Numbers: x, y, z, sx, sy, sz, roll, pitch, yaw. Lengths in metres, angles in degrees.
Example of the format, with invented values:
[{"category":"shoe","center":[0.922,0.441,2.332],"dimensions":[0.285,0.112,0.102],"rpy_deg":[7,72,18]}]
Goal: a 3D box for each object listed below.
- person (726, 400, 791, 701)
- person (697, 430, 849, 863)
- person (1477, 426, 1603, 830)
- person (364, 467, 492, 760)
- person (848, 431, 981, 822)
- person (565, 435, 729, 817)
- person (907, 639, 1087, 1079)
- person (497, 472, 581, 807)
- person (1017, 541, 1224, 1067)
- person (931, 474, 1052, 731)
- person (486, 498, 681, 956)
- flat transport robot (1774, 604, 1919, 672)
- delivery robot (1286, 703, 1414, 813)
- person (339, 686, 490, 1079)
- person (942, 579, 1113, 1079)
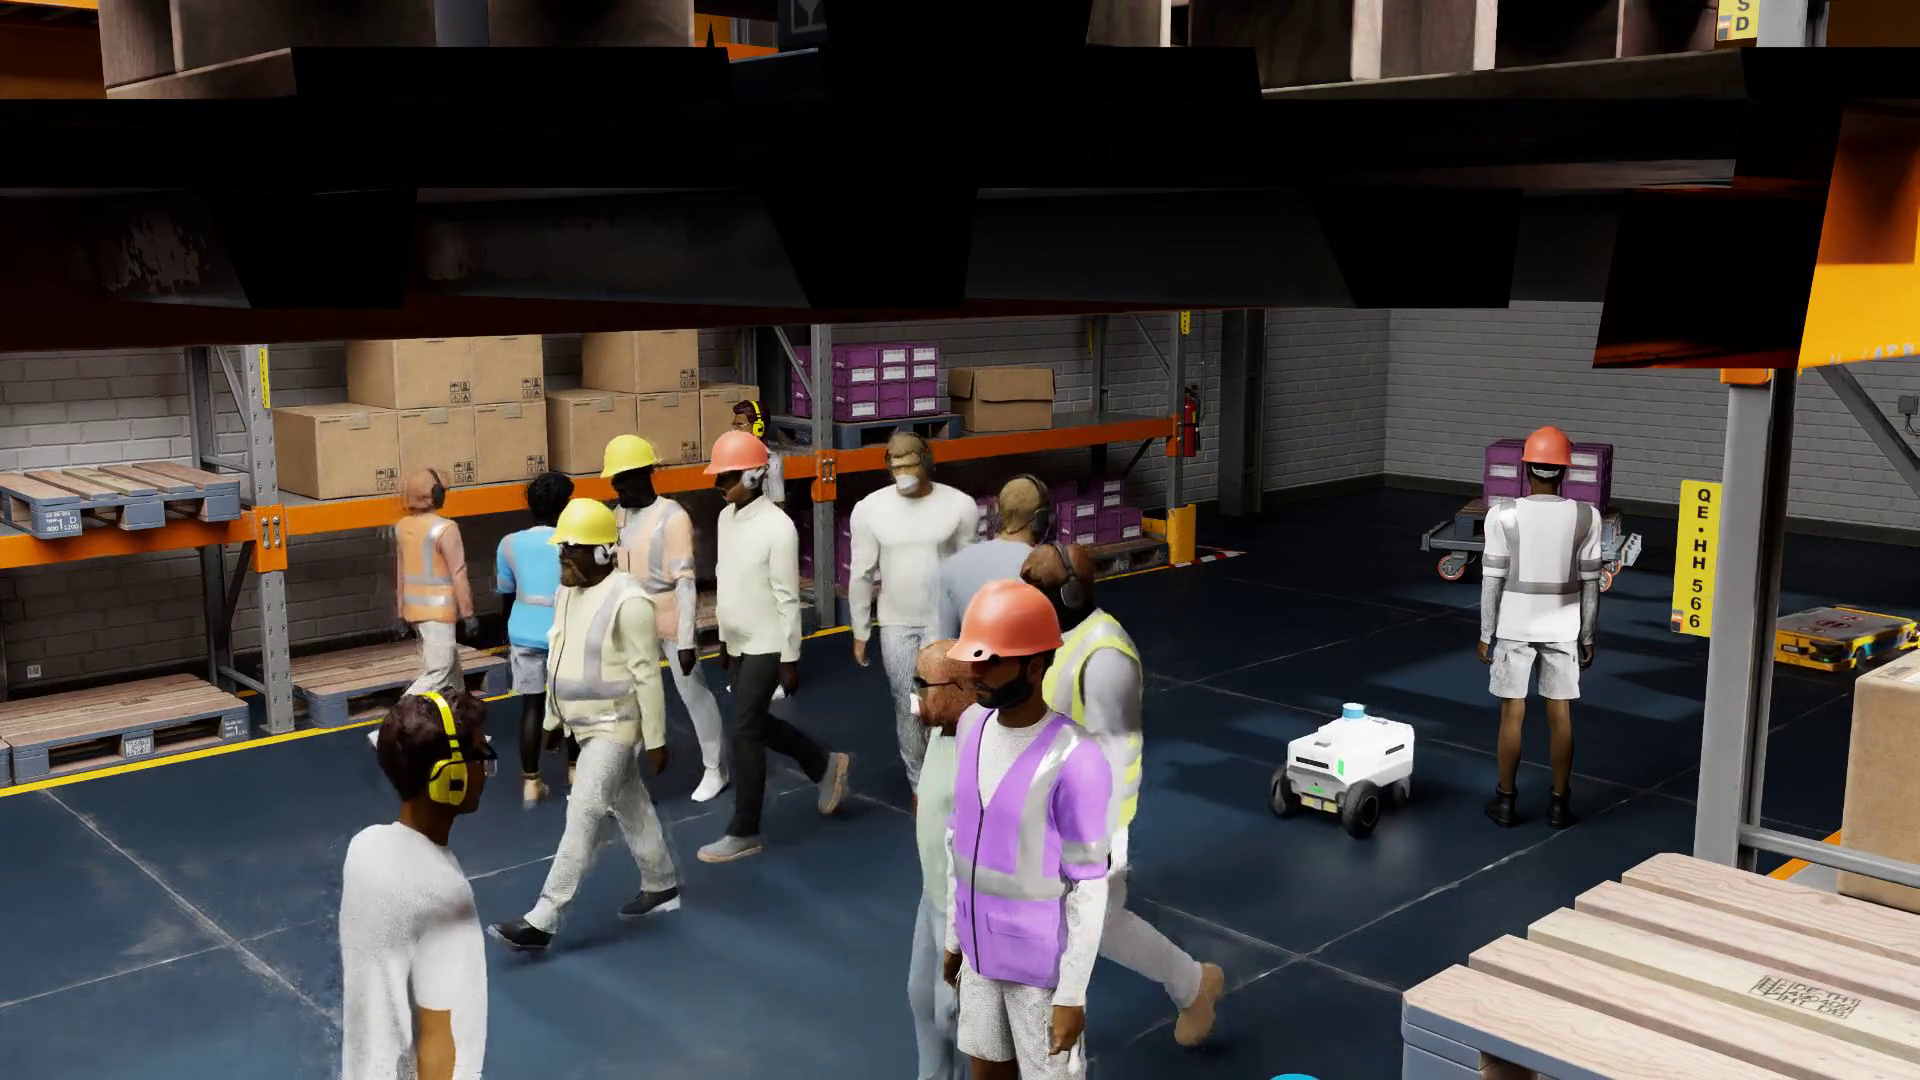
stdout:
[{"category":"person","center":[-1.237,0.067,10.248],"dimensions":[0.311,1.869,0.530],"rpy_deg":[-6,12,-33]},{"category":"person","center":[-0.875,0.458,7.704],"dimensions":[0.807,1.967,0.618],"rpy_deg":[-7,12,-34]},{"category":"person","center":[2.762,0.422,7.975],"dimensions":[0.551,1.934,0.372],"rpy_deg":[2,10,9]},{"category":"person","center":[-2.895,0.415,8.961],"dimensions":[0.513,1.607,0.745],"rpy_deg":[9,13,42]},{"category":"person","center":[-0.208,0.432,7.968],"dimensions":[0.650,1.918,0.531],"rpy_deg":[0,10,1]},{"category":"person","center":[-1.501,0.426,8.133],"dimensions":[0.722,1.862,0.972],"rpy_deg":[9,13,42]},{"category":"person","center":[0.048,1.086,5.022],"dimensions":[0.586,1.614,0.512],"rpy_deg":[-2,10,-13]},{"category":"person","center":[-2.047,0.485,8.372],"dimensions":[0.570,1.670,0.564],"rpy_deg":[2,10,9]},{"category":"person","center":[0.473,0.897,5.580],"dimensions":[0.791,1.816,0.663],"rpy_deg":[-3,10,-19]},{"category":"person","center":[0.252,0.680,6.611],"dimensions":[0.653,1.885,0.987],"rpy_deg":[8,13,39]},{"category":"person","center":[-1.502,0.727,6.602],"dimensions":[0.928,1.785,0.621],"rpy_deg":[-8,12,-39]},{"category":"flat transport robot","center":[6.034,0.660,11.450],"dimensions":[1.431,0.197,0.652],"rpy_deg":[-7,12,-36]},{"category":"delivery robot","center":[1.912,1.041,8.115],"dimensions":[0.477,0.478,0.707],"rpy_deg":[9,13,44]},{"category":"person","center":[-1.048,1.219,3.622],"dimensions":[0.869,1.827,0.542],"rpy_deg":[-9,13,-44]},{"category":"person","center":[0.134,1.054,4.272],"dimensions":[0.361,1.938,0.545],"rpy_deg":[-8,13,-39]}]
